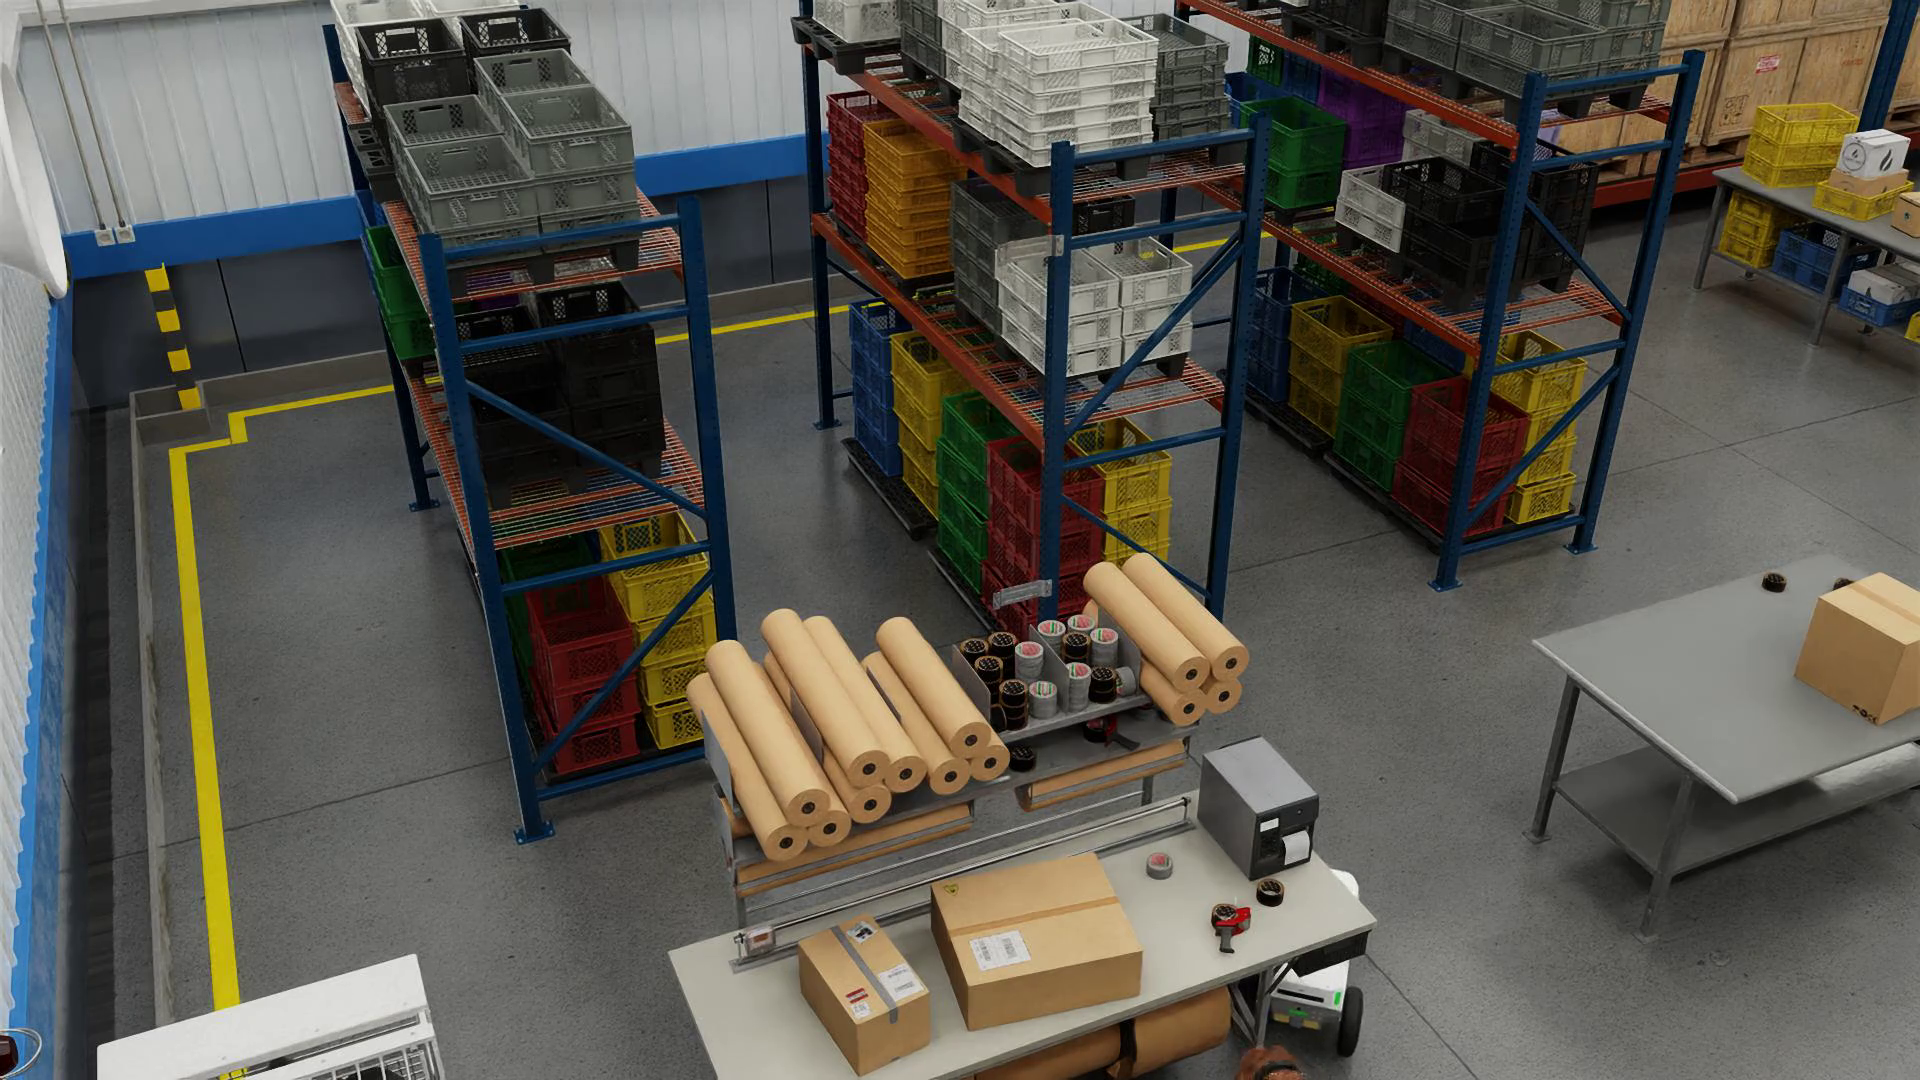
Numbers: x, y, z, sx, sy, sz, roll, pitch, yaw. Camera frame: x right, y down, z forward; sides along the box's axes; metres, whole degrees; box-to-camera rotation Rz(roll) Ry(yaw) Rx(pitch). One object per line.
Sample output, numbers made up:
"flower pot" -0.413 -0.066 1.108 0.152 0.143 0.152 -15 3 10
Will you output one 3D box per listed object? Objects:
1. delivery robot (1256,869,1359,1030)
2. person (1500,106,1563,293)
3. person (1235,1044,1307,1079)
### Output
"delivery robot" 1.449 1.657 6.898 0.477 0.478 0.707 9 33 14
"person" 4.351 -2.816 12.939 0.635 1.937 0.353 -18 36 -26
"person" 0.890 2.192 5.094 0.530 1.625 0.367 -16 35 -24
